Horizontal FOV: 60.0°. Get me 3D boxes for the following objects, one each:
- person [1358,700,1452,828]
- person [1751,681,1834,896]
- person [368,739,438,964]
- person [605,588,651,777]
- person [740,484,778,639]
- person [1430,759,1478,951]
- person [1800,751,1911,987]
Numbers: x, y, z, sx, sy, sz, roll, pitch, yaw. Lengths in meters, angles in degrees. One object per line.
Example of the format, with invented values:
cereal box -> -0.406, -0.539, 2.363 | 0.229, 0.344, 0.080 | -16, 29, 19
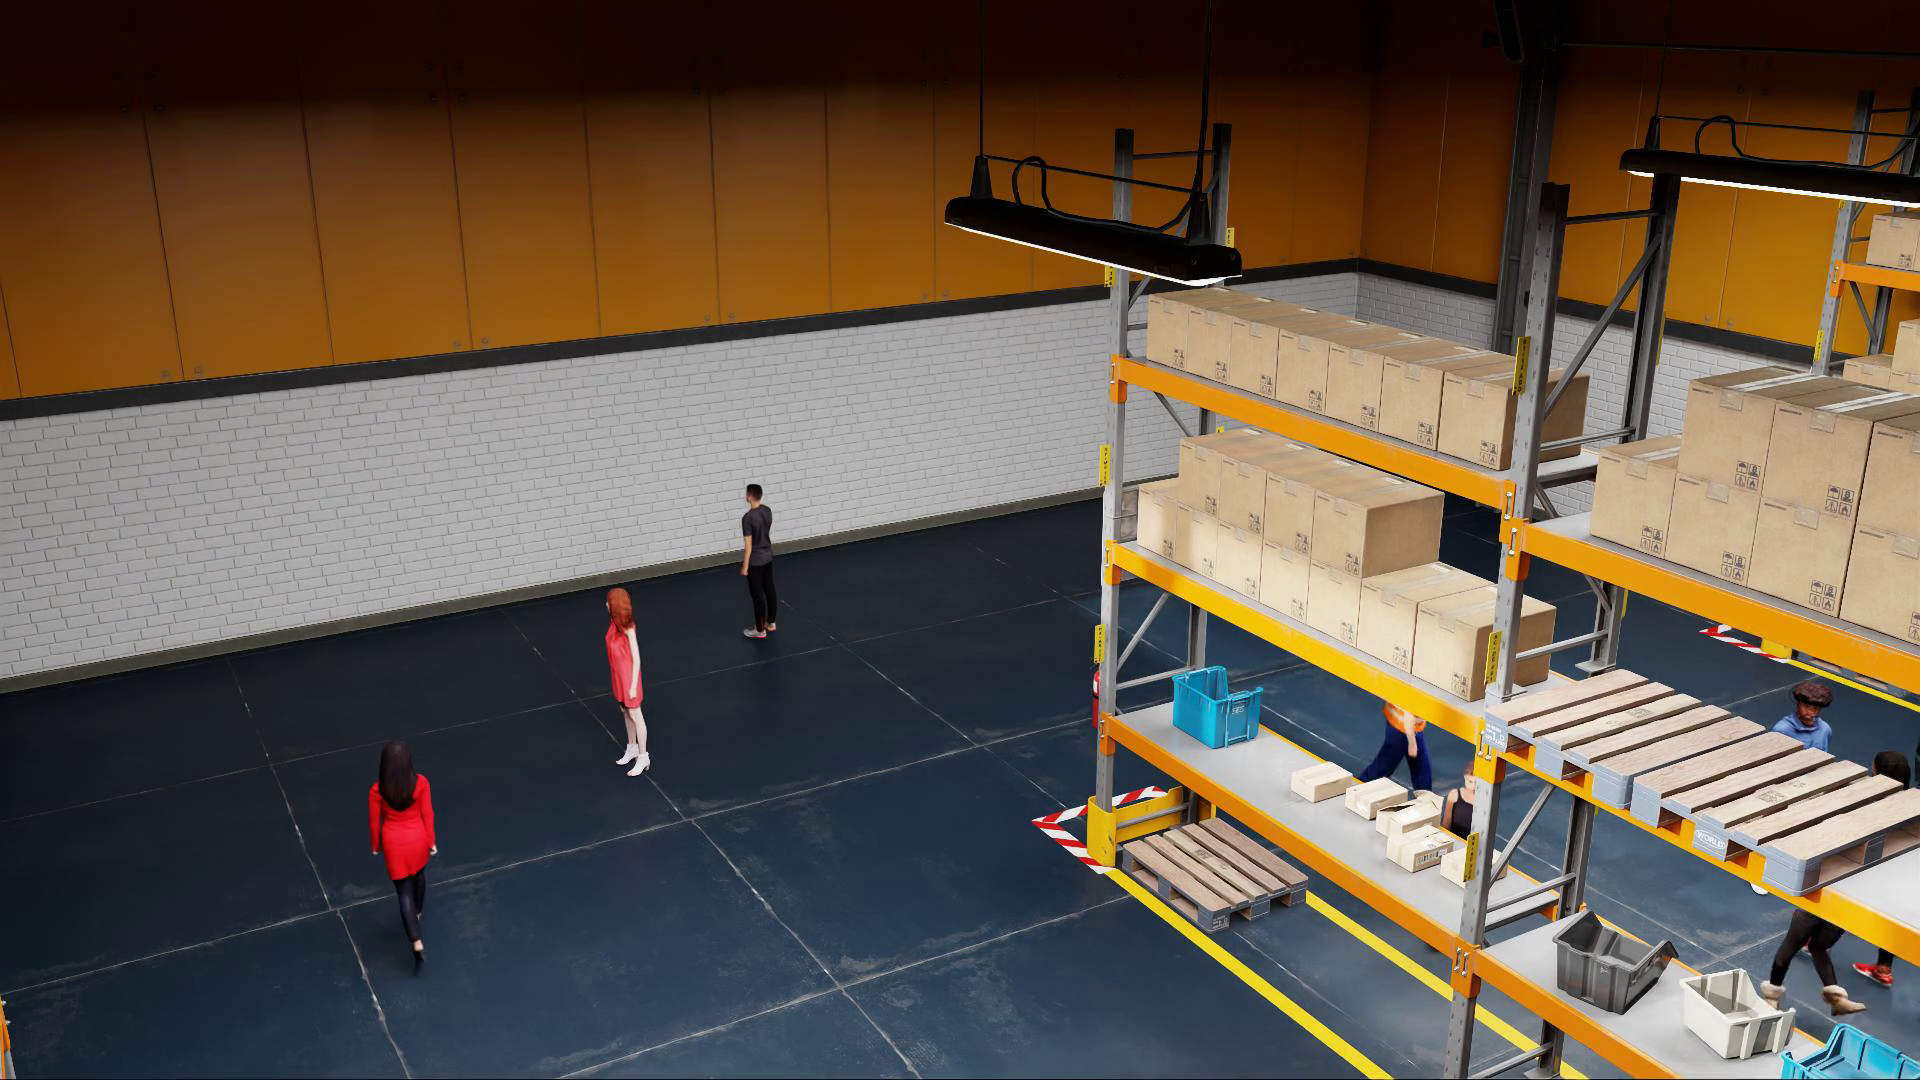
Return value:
person -> 3.739, 1.618, 14.346 | 1.320, 1.843, 1.158 | 8, 20, 22
person -> 6.686, 1.971, 13.356 | 0.751, 1.805, 0.714 | -2, 19, -6
person -> -4.126, 2.344, 12.398 | 0.683, 1.710, 1.081 | -8, 20, -23
person -> -3.071, 1.289, 15.351 | 0.660, 1.825, 0.452 | -11, 22, -31
person -> -2.254, 0.224, 18.611 | 0.719, 1.762, 0.720 | 10, 21, 27
person -> 3.809, 2.361, 12.578 | 0.627, 1.564, 0.670 | 2, 19, 7
person -> 6.737, 2.414, 12.064 | 0.717, 1.791, 0.948 | -11, 22, -30
